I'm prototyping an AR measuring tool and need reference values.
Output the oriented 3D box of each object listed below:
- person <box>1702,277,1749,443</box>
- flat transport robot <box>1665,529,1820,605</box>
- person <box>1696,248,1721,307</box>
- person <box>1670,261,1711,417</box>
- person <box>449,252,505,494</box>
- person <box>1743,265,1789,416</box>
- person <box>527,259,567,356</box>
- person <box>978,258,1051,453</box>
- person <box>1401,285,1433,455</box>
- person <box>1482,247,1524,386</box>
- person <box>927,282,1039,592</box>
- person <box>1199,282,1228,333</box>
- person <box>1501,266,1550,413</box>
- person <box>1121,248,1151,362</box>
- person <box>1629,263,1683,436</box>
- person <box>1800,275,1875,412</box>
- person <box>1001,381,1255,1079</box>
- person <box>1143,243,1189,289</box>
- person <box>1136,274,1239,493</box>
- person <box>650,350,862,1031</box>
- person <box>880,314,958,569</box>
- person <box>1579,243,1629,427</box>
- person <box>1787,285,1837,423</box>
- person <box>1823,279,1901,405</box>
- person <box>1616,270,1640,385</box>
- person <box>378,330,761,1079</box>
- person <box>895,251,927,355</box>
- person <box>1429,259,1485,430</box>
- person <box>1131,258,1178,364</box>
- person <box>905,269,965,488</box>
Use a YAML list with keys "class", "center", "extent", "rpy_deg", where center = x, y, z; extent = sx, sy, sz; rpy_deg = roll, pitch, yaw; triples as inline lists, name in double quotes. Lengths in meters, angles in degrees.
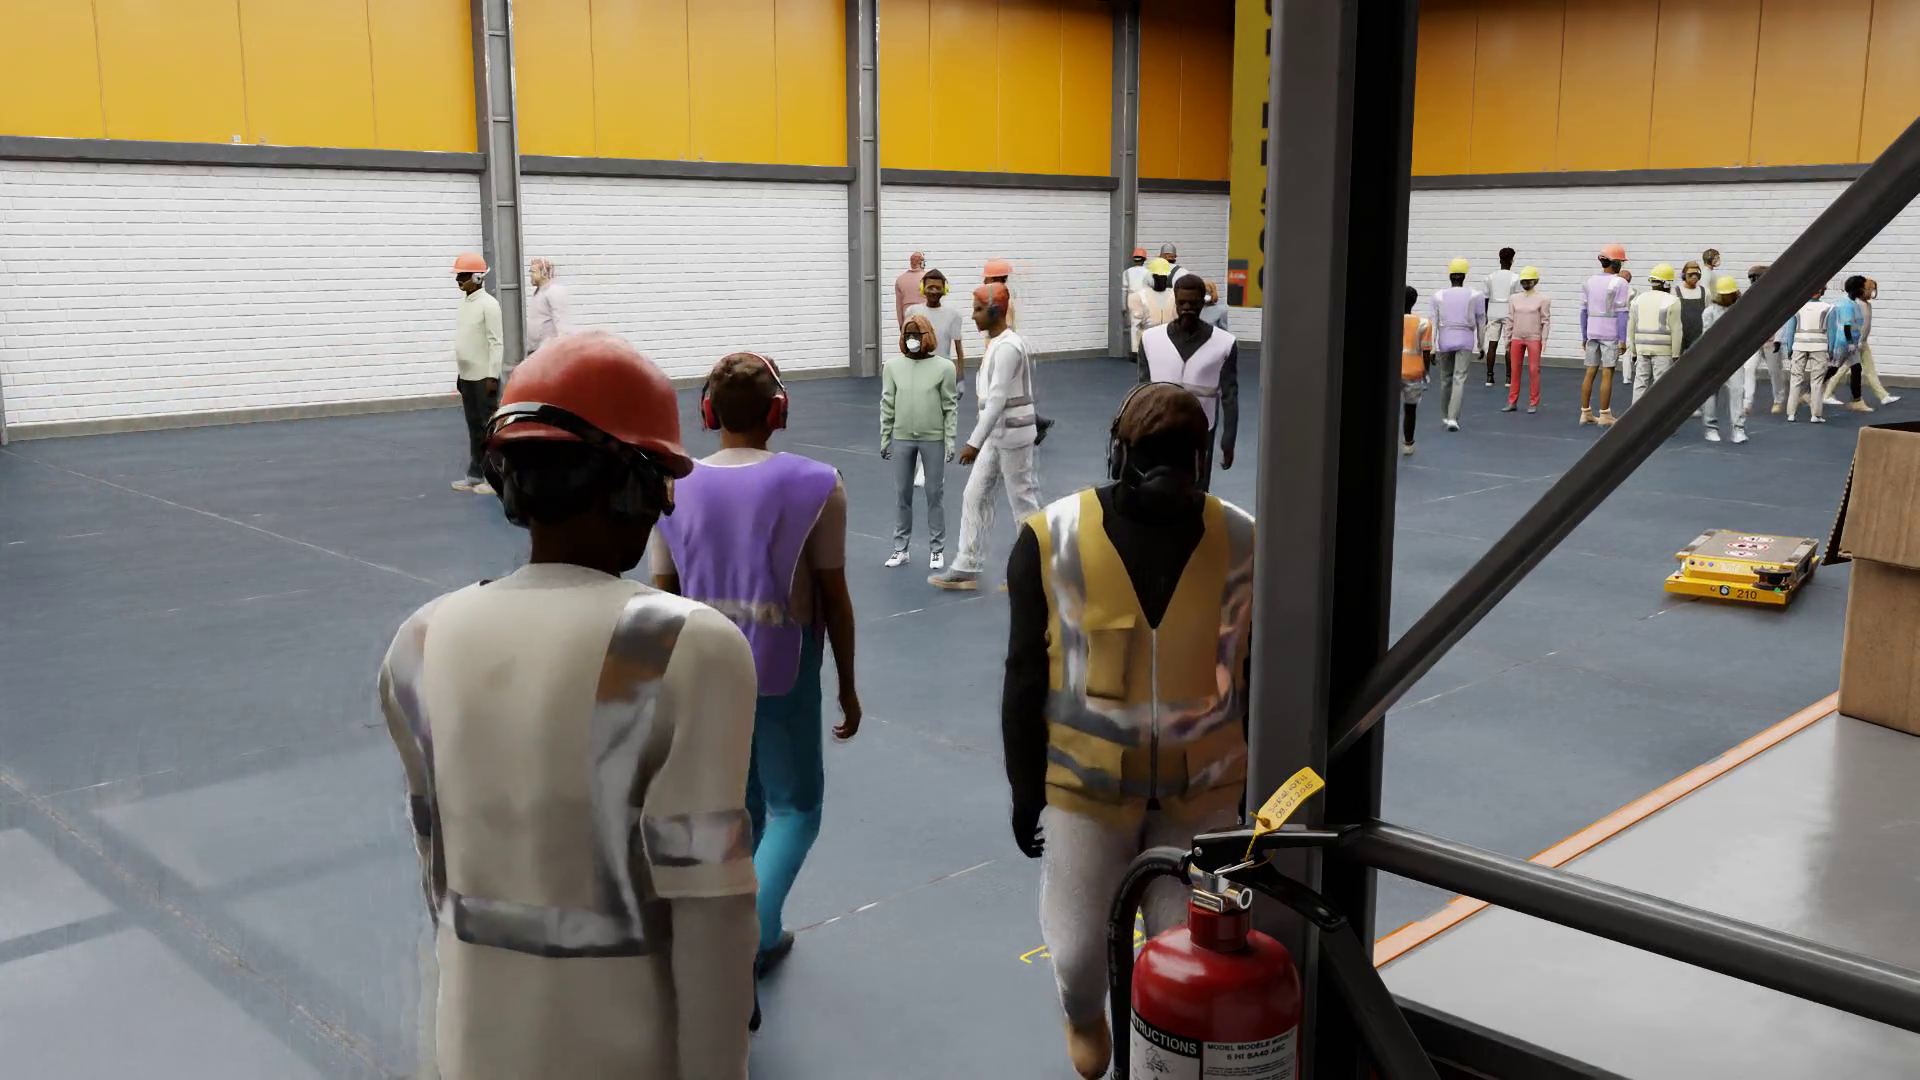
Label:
- class: "person"
  center: [7.853, -1.827, 17.028]
  extent: [0.489, 1.701, 0.829]
  rpy_deg: [1, 10, 6]
- class: "flat transport robot"
  center: [4.820, 0.143, 10.195]
  extent: [0.652, 0.197, 1.431]
  rpy_deg: [7, 12, 33]
- class: "person"
  center: [10.945, -3.306, 24.451]
  extent: [0.371, 1.940, 0.627]
  rpy_deg: [4, 11, 20]
- class: "person"
  center: [8.518, -2.329, 19.422]
  extent: [0.552, 1.823, 0.688]
  rpy_deg: [1, 10, 5]
- class: "person"
  center: [-4.010, -1.383, 13.811]
  extent: [0.612, 1.995, 0.382]
  rpy_deg: [10, 14, 43]
- class: "person"
  center: [9.561, -2.368, 19.780]
  extent: [0.990, 1.790, 0.626]
  rpy_deg: [-10, 14, -42]
- class: "person"
  center: [-4.618, -2.129, 18.232]
  extent: [0.992, 1.856, 0.673]
  rpy_deg: [-6, 12, -29]
- class: "person"
  center: [0.468, -1.799, 16.298]
  extent: [0.766, 1.918, 0.558]
  rpy_deg: [0, 10, 3]
- class: "person"
  center: [4.227, -1.598, 15.901]
  extent: [0.541, 1.665, 0.787]
  rpy_deg: [3, 11, 15]
- class: "person"
  center: [7.698, -3.159, 23.569]
  extent: [0.603, 1.967, 0.366]
  rpy_deg: [7, 13, 34]
- class: "person"
  center: [0.150, -0.587, 9.848]
  extent: [0.849, 1.847, 0.566]
  rpy_deg: [-2, 11, -9]
- class: "person"
  center: [2.928, -2.276, 19.779]
  extent: [0.500, 1.591, 0.856]
  rpy_deg: [4, 11, 22]
- class: "person"
  center: [6.803, -2.403, 19.999]
  extent: [0.533, 1.767, 0.326]
  rpy_deg: [9, 14, 40]
- class: "person"
  center: [3.005, -3.954, 28.057]
  extent: [0.615, 1.909, 0.514]
  rpy_deg: [5, 12, 25]
- class: "person"
  center: [7.410, -2.013, 17.691]
  extent: [0.404, 1.832, 0.595]
  rpy_deg: [-7, 13, -34]
- class: "person"
  center: [10.745, -2.399, 20.296]
  extent: [0.810, 1.674, 0.528]
  rpy_deg: [10, 14, 43]
- class: "person"
  center: [0.411, 0.543, 3.779]
  extent: [0.639, 1.825, 0.619]
  rpy_deg: [0, 10, 0]
- class: "person"
  center: [2.926, -3.179, 23.479]
  extent: [0.676, 2.000, 0.536]
  rpy_deg: [2, 11, 11]
- class: "person"
  center: [1.325, -0.609, 9.837]
  extent: [0.631, 1.898, 0.619]
  rpy_deg: [2, 11, 12]
- class: "person"
  center: [-0.583, 0.400, 4.552]
  extent: [0.581, 1.825, 0.733]
  rpy_deg: [3, 11, 15]
- class: "person"
  center: [-0.267, -0.628, 10.677]
  extent: [0.507, 1.632, 0.274]
  rpy_deg: [2, 11, 13]
- class: "person"
  center: [7.223, -2.285, 18.599]
  extent: [0.394, 2.042, 0.611]
  rpy_deg: [-5, 12, -25]
- class: "person"
  center: [9.681, -2.146, 18.940]
  extent: [0.514, 1.641, 0.308]
  rpy_deg: [9, 13, 39]
- class: "person"
  center: [11.306, -2.458, 20.802]
  extent: [0.518, 1.581, 0.861]
  rpy_deg: [-8, 13, -36]
- class: "person"
  center: [9.467, -3.046, 23.848]
  extent: [0.523, 1.638, 0.310]
  rpy_deg: [5, 11, 23]
- class: "person"
  center: [-0.479, 0.708, 2.400]
  extent: [0.642, 1.995, 0.858]
  rpy_deg: [4, 11, 23]
- class: "person"
  center: [-0.561, -2.988, 22.798]
  extent: [0.639, 1.910, 0.406]
  rpy_deg: [5, 12, 27]
- class: "person"
  center: [5.486, -2.163, 18.408]
  extent: [0.592, 1.878, 1.010]
  rpy_deg: [5, 11, 24]
- class: "person"
  center: [2.185, -2.201, 18.570]
  extent: [0.598, 1.893, 0.947]
  rpy_deg: [-1, 10, -6]
- class: "person"
  center: [-0.231, -1.367, 14.138]
  extent: [0.550, 1.841, 0.717]
  rpy_deg: [1, 10, 4]
